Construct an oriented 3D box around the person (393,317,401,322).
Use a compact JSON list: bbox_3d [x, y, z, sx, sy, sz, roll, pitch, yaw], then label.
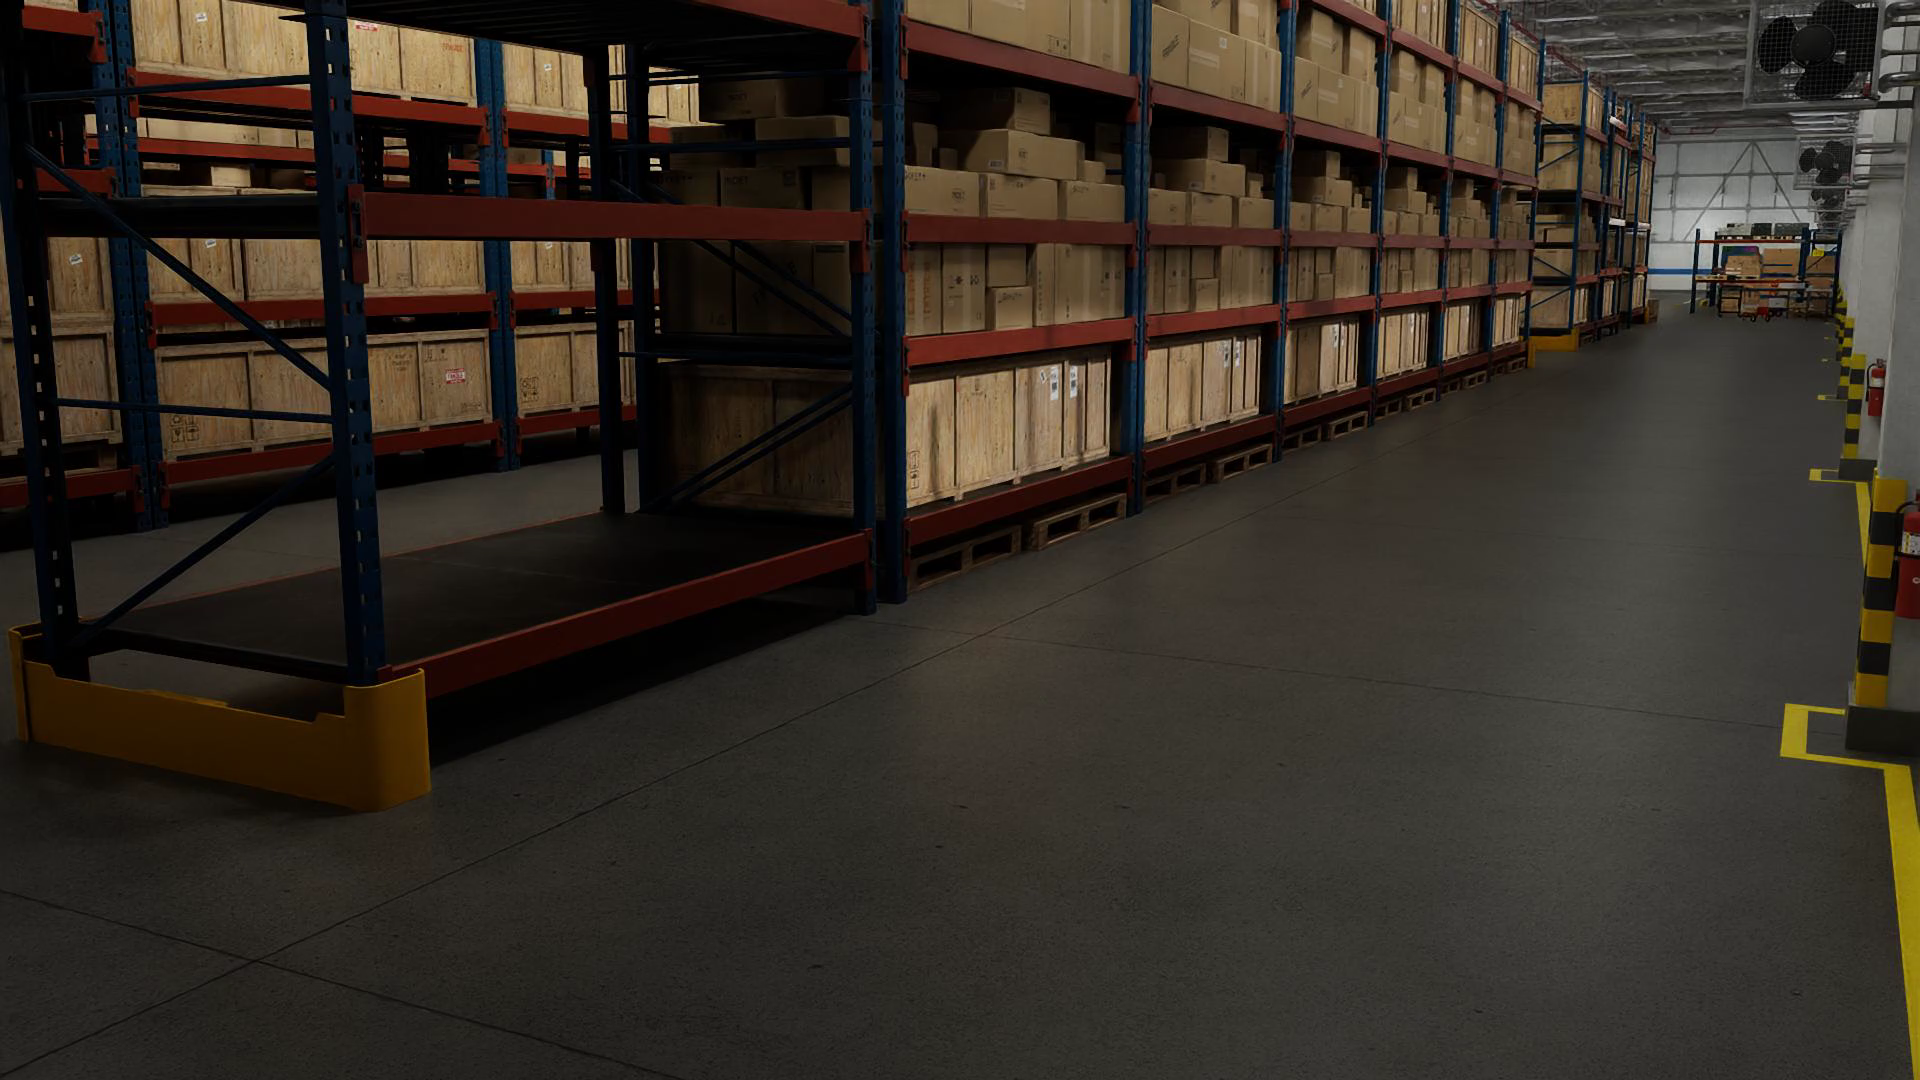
[{"bbox_3d":[-10.470,-3.920,30.666,0.316,1.633,0.516,-4,11,-22],"label":"person"}]
